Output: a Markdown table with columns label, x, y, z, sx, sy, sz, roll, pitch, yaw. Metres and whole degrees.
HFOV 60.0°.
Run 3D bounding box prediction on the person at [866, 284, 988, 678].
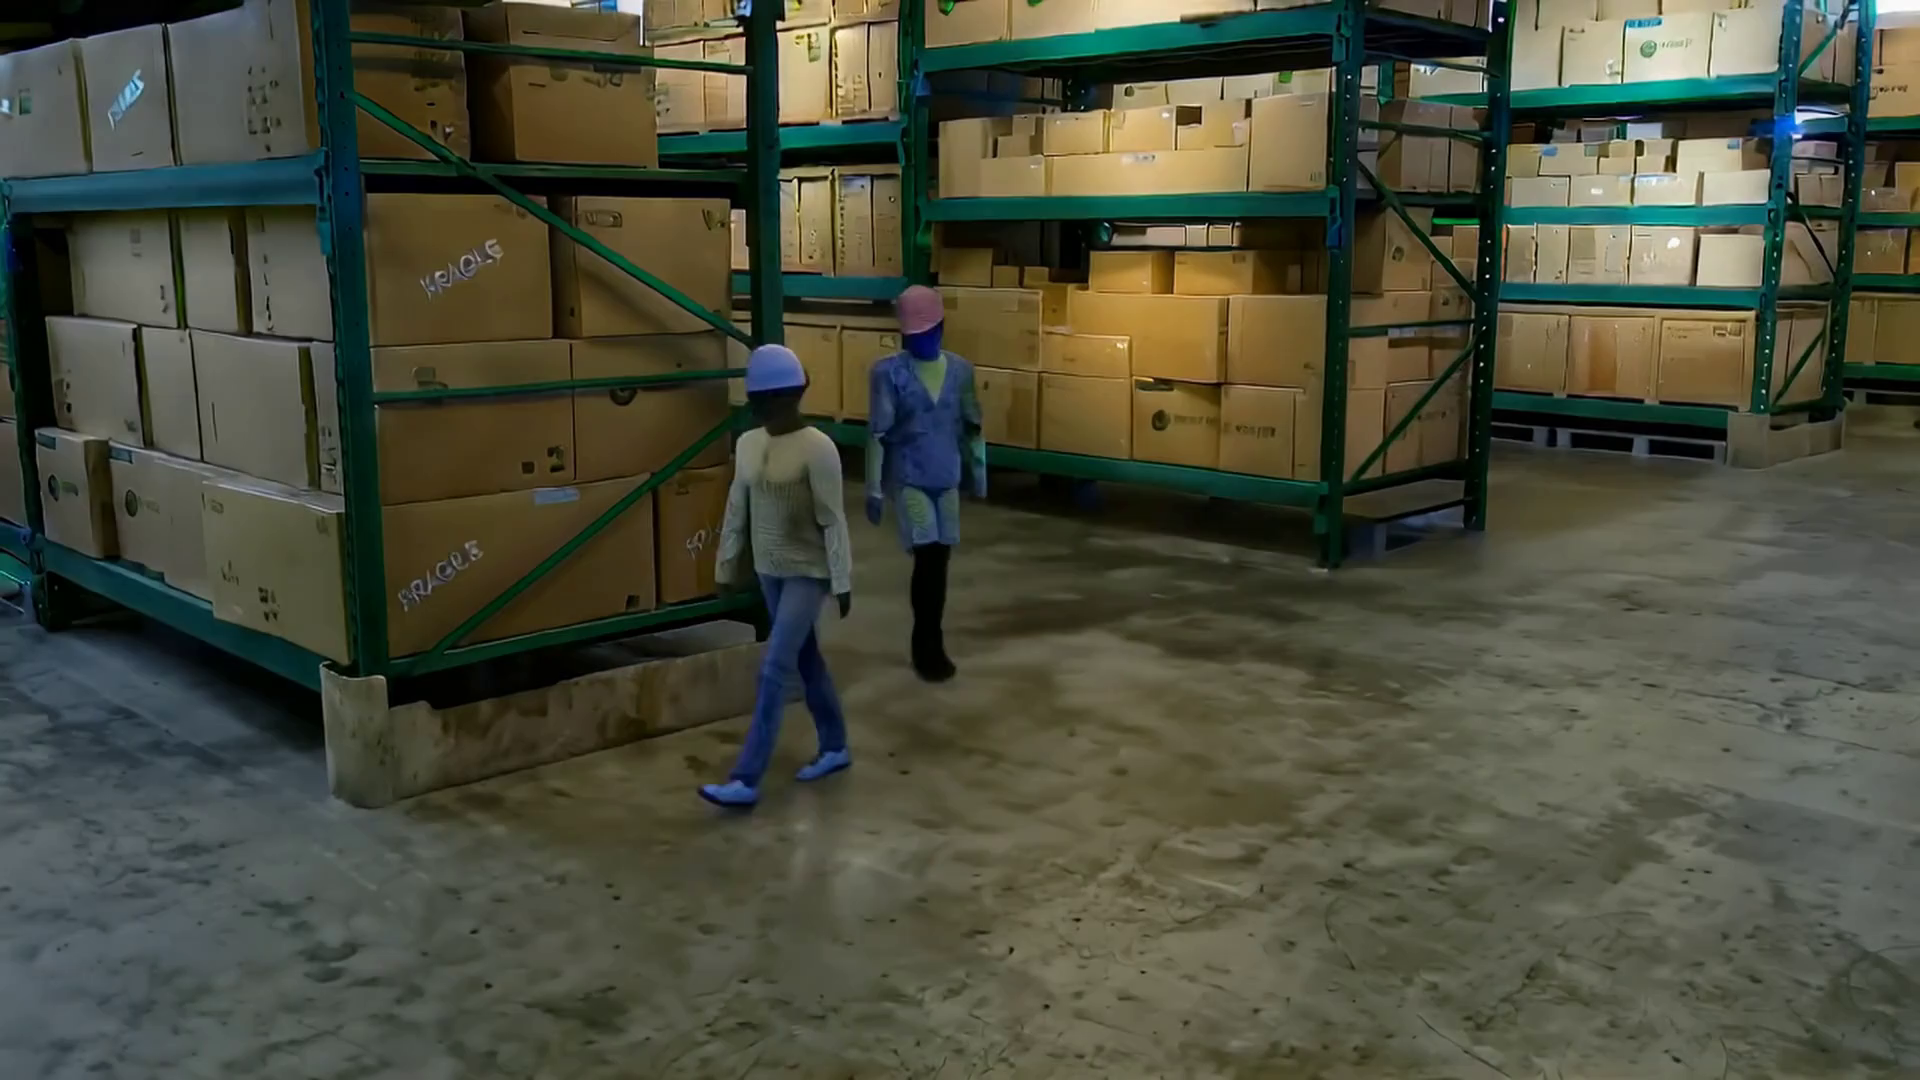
| label | x | y | z | sx | sy | sz | roll | pitch | yaw |
| --- | --- | --- | --- | --- | --- | --- | --- | --- | --- |
| person | -0.126 | -0.260 | 7.949 | 0.605 | 1.898 | 0.516 | -5 | 12 | -26 |

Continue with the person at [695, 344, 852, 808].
| label | x | y | z | sx | sy | sz | roll | pitch | yaw |
| --- | --- | --- | --- | --- | --- | --- | --- | --- | --- |
| person | -0.720 | 0.134 | 6.257 | 0.552 | 1.718 | 0.880 | 10 | 14 | 42 |
